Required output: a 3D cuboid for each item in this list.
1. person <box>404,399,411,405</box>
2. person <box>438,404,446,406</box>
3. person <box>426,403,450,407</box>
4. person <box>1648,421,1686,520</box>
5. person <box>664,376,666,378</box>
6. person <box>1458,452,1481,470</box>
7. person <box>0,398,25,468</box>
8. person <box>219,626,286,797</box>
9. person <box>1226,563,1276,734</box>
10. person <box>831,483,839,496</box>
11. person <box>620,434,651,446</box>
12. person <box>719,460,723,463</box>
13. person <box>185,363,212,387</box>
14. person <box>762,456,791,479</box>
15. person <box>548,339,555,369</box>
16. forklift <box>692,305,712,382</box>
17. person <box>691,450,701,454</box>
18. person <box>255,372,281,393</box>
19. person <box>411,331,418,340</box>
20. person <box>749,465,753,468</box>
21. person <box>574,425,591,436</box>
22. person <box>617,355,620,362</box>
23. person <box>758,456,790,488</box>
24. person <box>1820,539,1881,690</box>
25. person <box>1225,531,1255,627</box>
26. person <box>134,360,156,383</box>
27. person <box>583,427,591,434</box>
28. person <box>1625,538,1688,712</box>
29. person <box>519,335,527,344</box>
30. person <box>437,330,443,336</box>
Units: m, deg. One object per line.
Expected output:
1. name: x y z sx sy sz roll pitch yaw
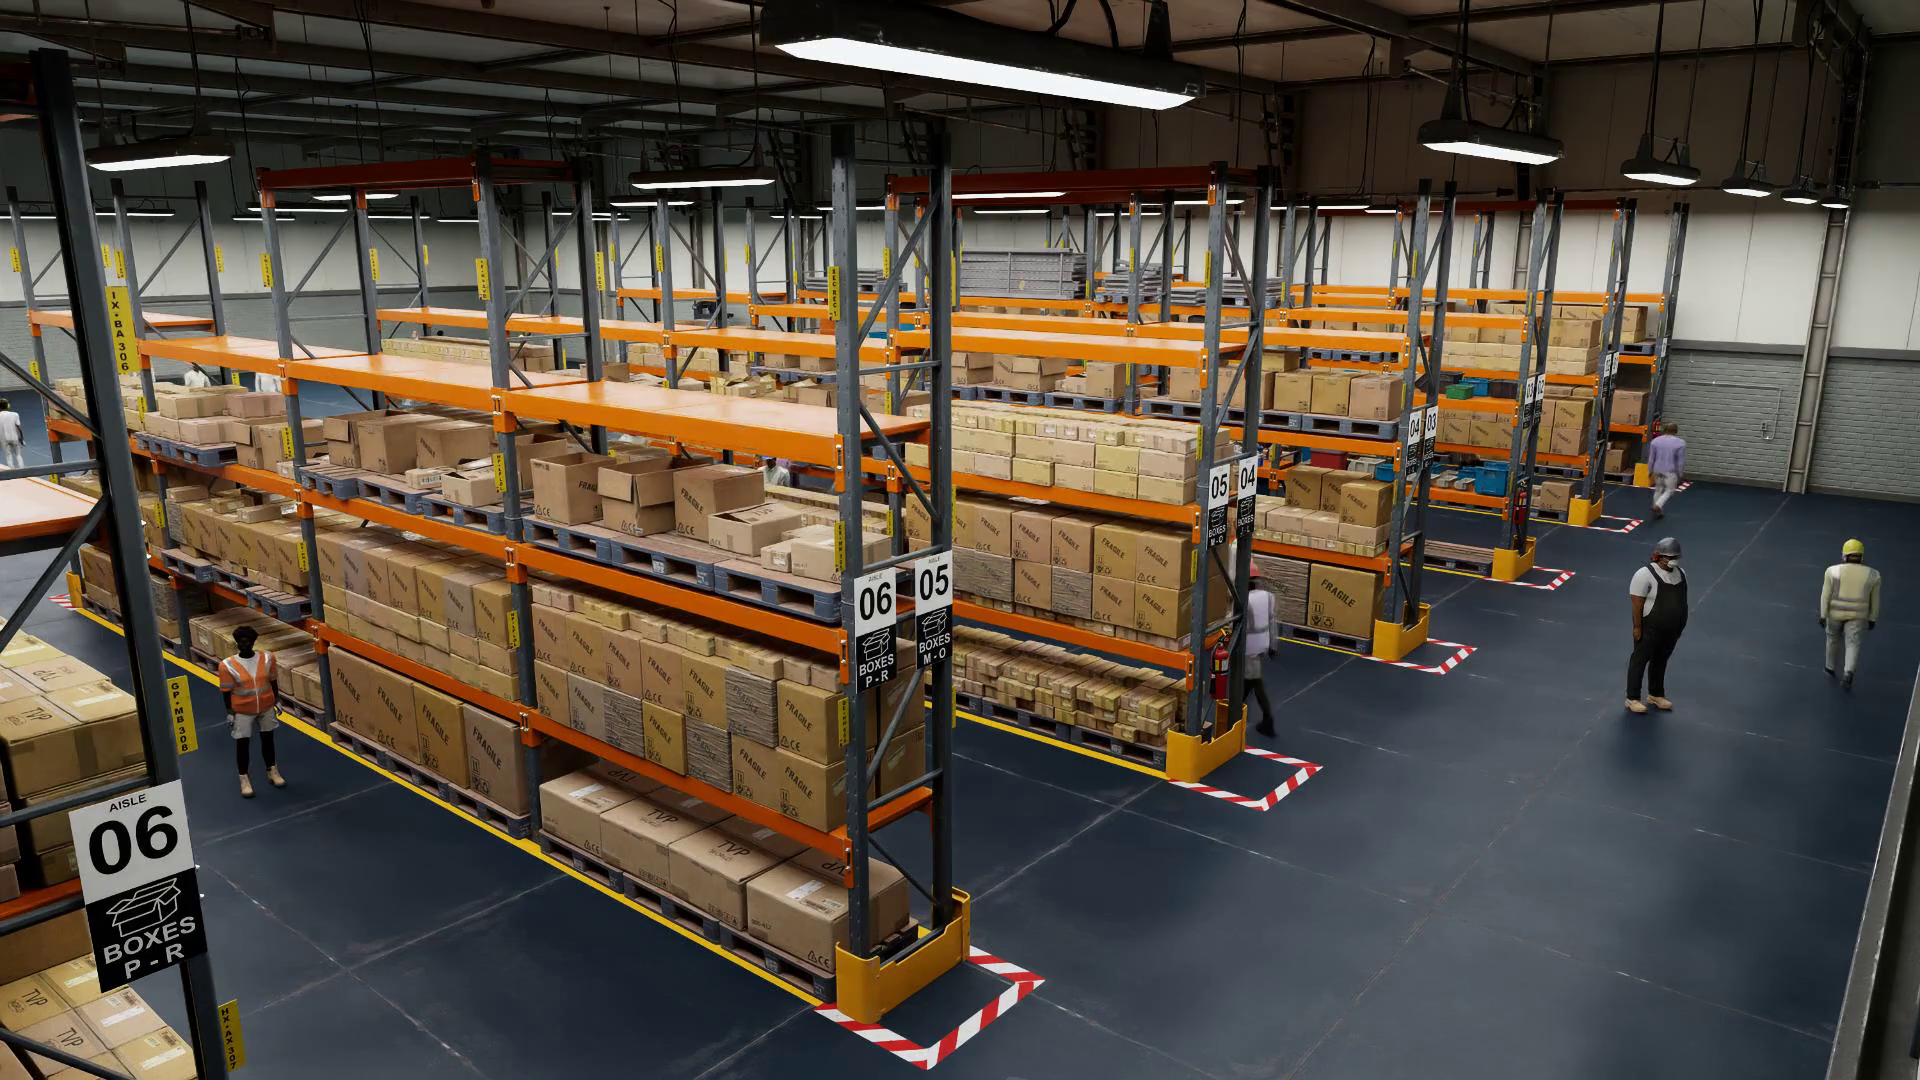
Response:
1. person: -17.991 -5.181 40.343 0.763 1.714 0.506 5 14 18
2. person: -12.250 -2.564 29.790 0.394 1.630 0.527 -3 14 -12
3. person: -13.394 -3.274 32.337 0.579 1.810 0.902 -8 16 -29
4. person: 13.393 -1.303 23.987 0.623 1.920 0.636 -9 16 -33
5. person: -8.871 -4.552 37.382 0.638 1.910 0.407 -3 14 -12
6. person: 10.880 -2.007 26.837 0.622 1.947 0.533 -13 19 -43
7. person: -21.058 -2.204 27.850 0.630 1.846 0.542 13 19 43
8. person: -6.918 1.644 12.331 0.322 1.694 0.536 12 18 40
9. person: 3.223 1.169 13.921 0.568 1.883 0.867 -10 17 -35
10. person: -1.916 -0.427 21.016 0.553 1.610 0.497 -12 18 -41
11. person: -6.209 -1.384 24.100 0.631 2.028 0.634 -9 16 -32
12. person: -5.857 -2.623 29.696 0.591 1.801 0.852 7 15 28
13. person: -21.251 -4.066 35.274 0.887 1.947 0.644 6 15 23
14. person: -3.262 -0.929 22.228 0.501 2.021 0.649 12 18 41
15. person: -16.140 -7.547 50.304 0.537 1.617 0.511 8 16 30
16. forklift: -9.511 -7.392 47.124 1.873 2.768 1.129 11 17 38
17. person: -4.450 -0.602 21.208 0.599 1.868 0.592 12 18 41
18. person: -20.075 -4.319 36.406 0.660 1.910 0.854 0 14 2
19. person: -20.305 -6.873 47.015 0.444 1.870 0.802 -13 19 -43
20. person: -4.801 -2.558 29.619 0.532 1.696 0.319 -6 15 -24
21. person: -7.504 -1.504 24.858 0.546 1.902 0.585 12 18 41
22. person: -11.282 -5.686 42.352 0.320 1.763 0.522 11 17 38
23. person: -3.118 -0.586 20.976 0.604 1.949 0.389 2 14 10
24. person: 10.763 0.887 15.253 0.593 1.797 0.872 7 15 26
25. person: 3.547 0.600 16.304 0.669 1.865 0.582 8 16 30
26. person: -25.330 -4.981 39.128 0.534 1.924 0.551 12 18 41
27. person: -7.608 -1.578 25.740 0.492 1.613 0.385 3 14 14
28. person: 8.027 0.984 14.418 0.682 2.000 0.537 -4 14 -17
29. person: -16.071 -6.667 46.394 0.328 1.760 0.524 10 17 35
30. person: -20.388 -7.394 49.506 0.317 1.696 0.540 -6 15 -24
